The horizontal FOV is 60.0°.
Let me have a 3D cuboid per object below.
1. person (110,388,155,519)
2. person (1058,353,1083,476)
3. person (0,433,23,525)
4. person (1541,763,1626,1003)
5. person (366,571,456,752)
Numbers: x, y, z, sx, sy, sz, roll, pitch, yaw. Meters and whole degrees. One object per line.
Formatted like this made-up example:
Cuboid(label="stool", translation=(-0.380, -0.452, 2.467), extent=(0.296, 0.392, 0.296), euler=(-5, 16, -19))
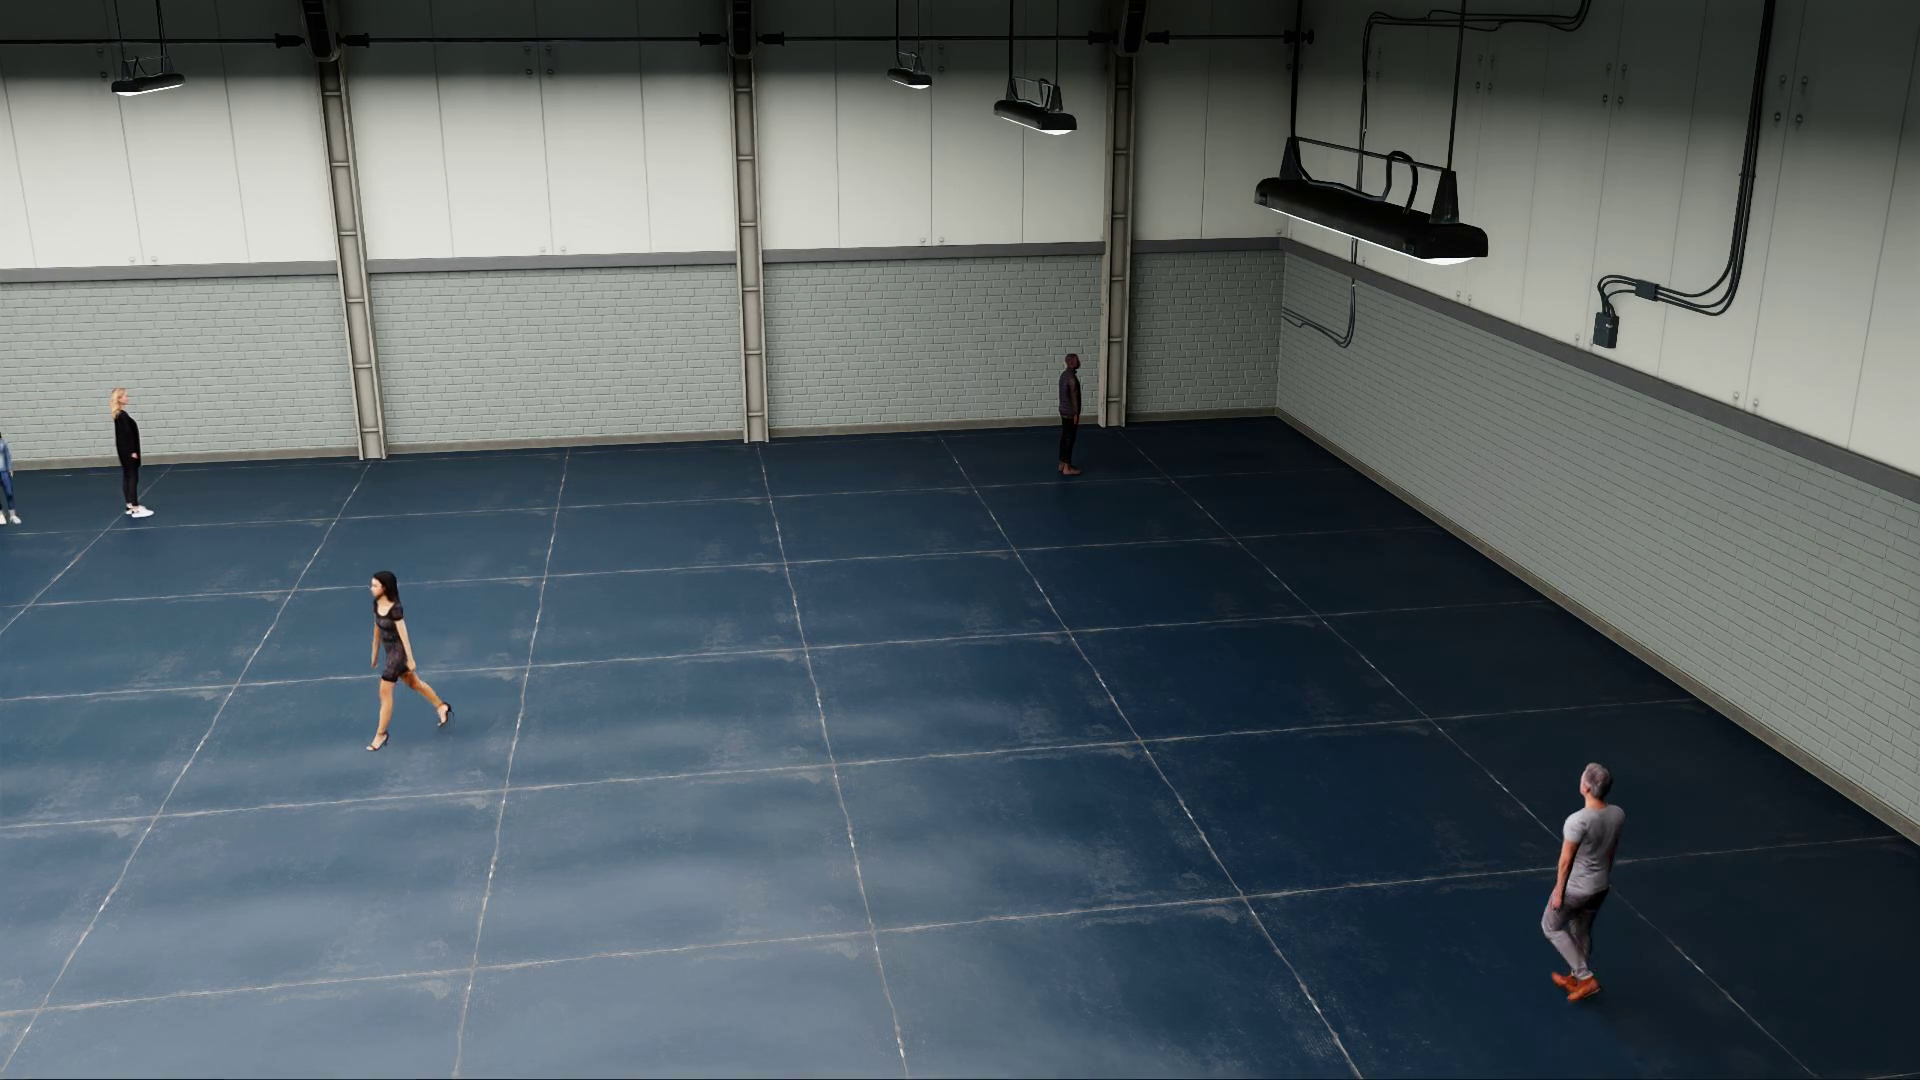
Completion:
Cuboid(label="person", translation=(-11.523, -1.213, 23.015), extent=(0.682, 1.801, 0.677), euler=(-15, 23, -38))
Cuboid(label="person", translation=(1.659, -1.918, 25.125), extent=(0.566, 1.835, 0.709), euler=(-4, 19, -13))
Cuboid(label="person", translation=(-13.170, -0.927, 22.687), extent=(0.758, 1.460, 0.794), euler=(-14, 23, -37))
Cuboid(label="person", translation=(4.438, 2.470, 11.684), extent=(0.810, 1.813, 0.878), euler=(-9, 20, -26))
Cuboid(label="person", translation=(-5.294, 1.127, 15.925), extent=(1.208, 1.741, 1.001), euler=(-16, 24, -40))
